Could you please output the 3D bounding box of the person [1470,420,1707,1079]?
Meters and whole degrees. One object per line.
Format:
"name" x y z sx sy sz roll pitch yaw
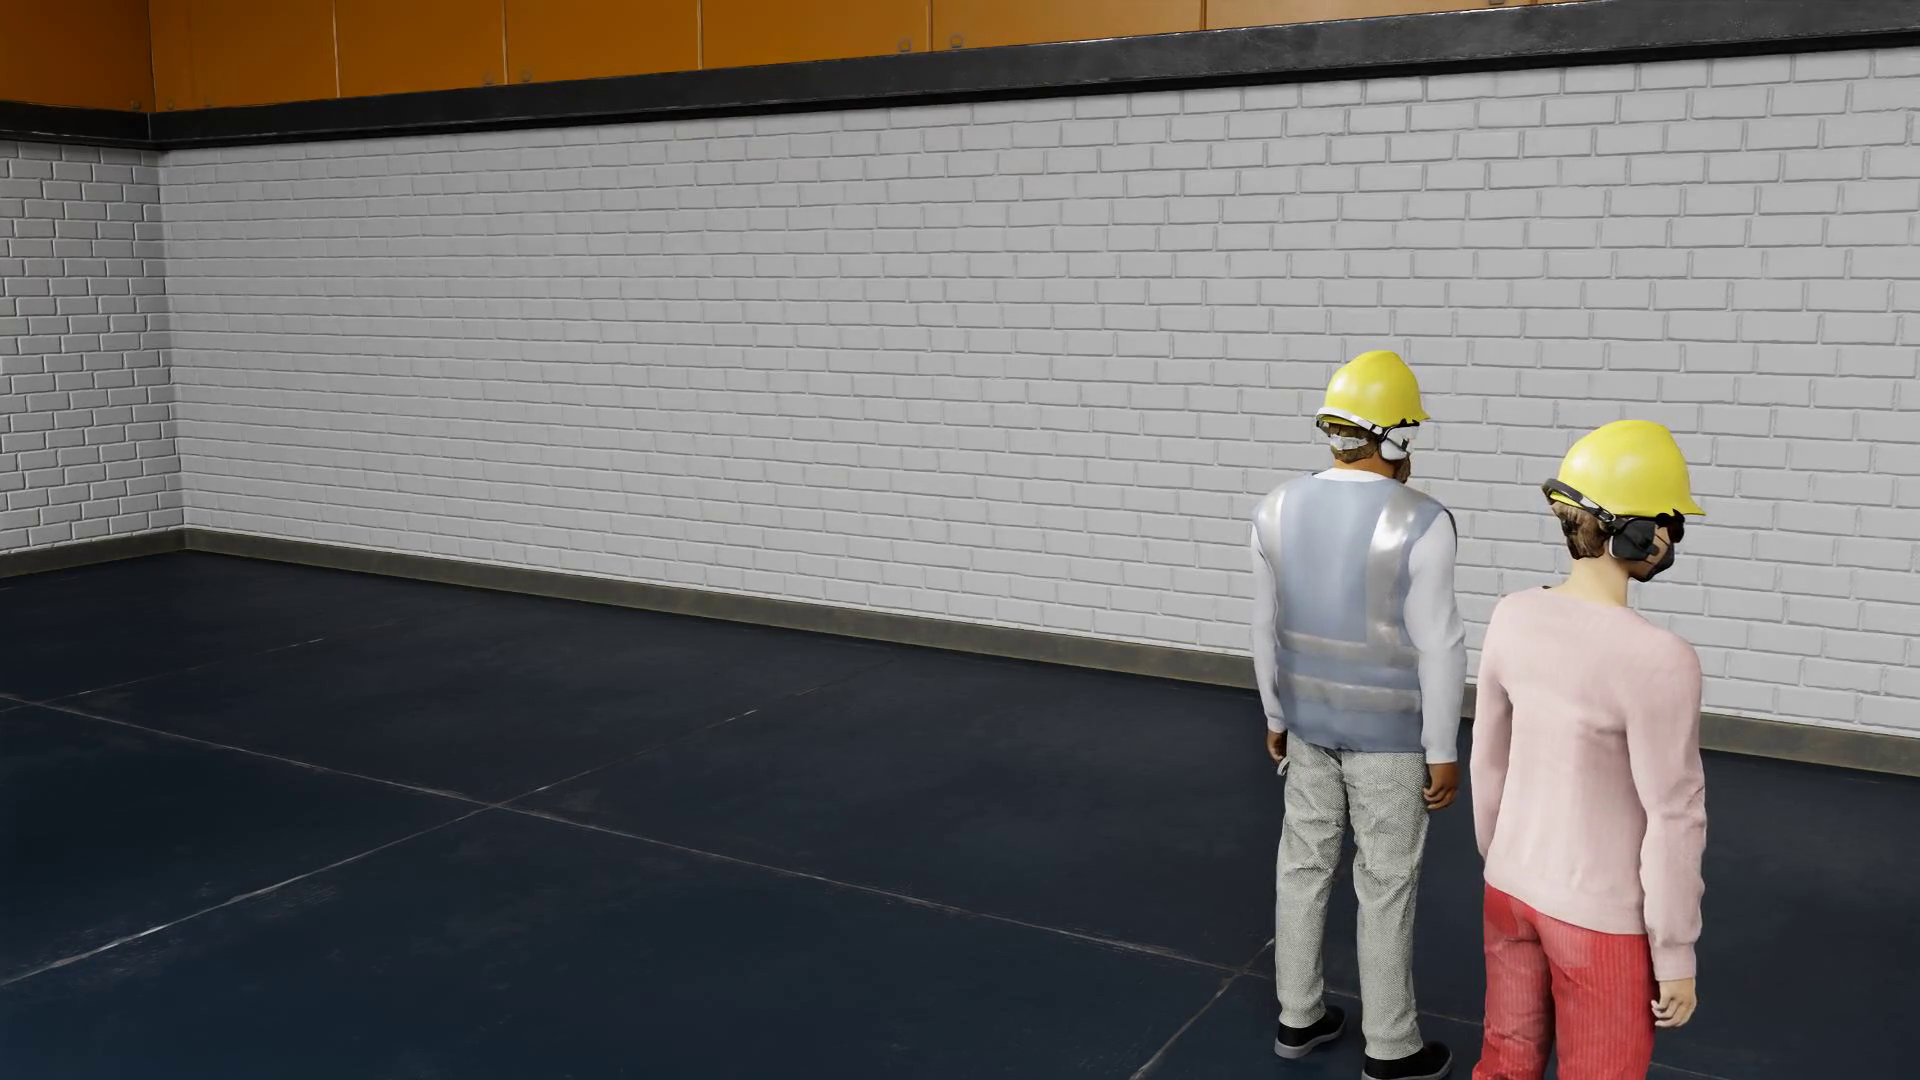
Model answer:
"person" 1.145 0.664 3.034 0.328 1.767 0.530 -3 10 -20

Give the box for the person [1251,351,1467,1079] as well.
"person" 1.006 0.448 4.169 0.403 1.834 0.589 -8 12 -41
